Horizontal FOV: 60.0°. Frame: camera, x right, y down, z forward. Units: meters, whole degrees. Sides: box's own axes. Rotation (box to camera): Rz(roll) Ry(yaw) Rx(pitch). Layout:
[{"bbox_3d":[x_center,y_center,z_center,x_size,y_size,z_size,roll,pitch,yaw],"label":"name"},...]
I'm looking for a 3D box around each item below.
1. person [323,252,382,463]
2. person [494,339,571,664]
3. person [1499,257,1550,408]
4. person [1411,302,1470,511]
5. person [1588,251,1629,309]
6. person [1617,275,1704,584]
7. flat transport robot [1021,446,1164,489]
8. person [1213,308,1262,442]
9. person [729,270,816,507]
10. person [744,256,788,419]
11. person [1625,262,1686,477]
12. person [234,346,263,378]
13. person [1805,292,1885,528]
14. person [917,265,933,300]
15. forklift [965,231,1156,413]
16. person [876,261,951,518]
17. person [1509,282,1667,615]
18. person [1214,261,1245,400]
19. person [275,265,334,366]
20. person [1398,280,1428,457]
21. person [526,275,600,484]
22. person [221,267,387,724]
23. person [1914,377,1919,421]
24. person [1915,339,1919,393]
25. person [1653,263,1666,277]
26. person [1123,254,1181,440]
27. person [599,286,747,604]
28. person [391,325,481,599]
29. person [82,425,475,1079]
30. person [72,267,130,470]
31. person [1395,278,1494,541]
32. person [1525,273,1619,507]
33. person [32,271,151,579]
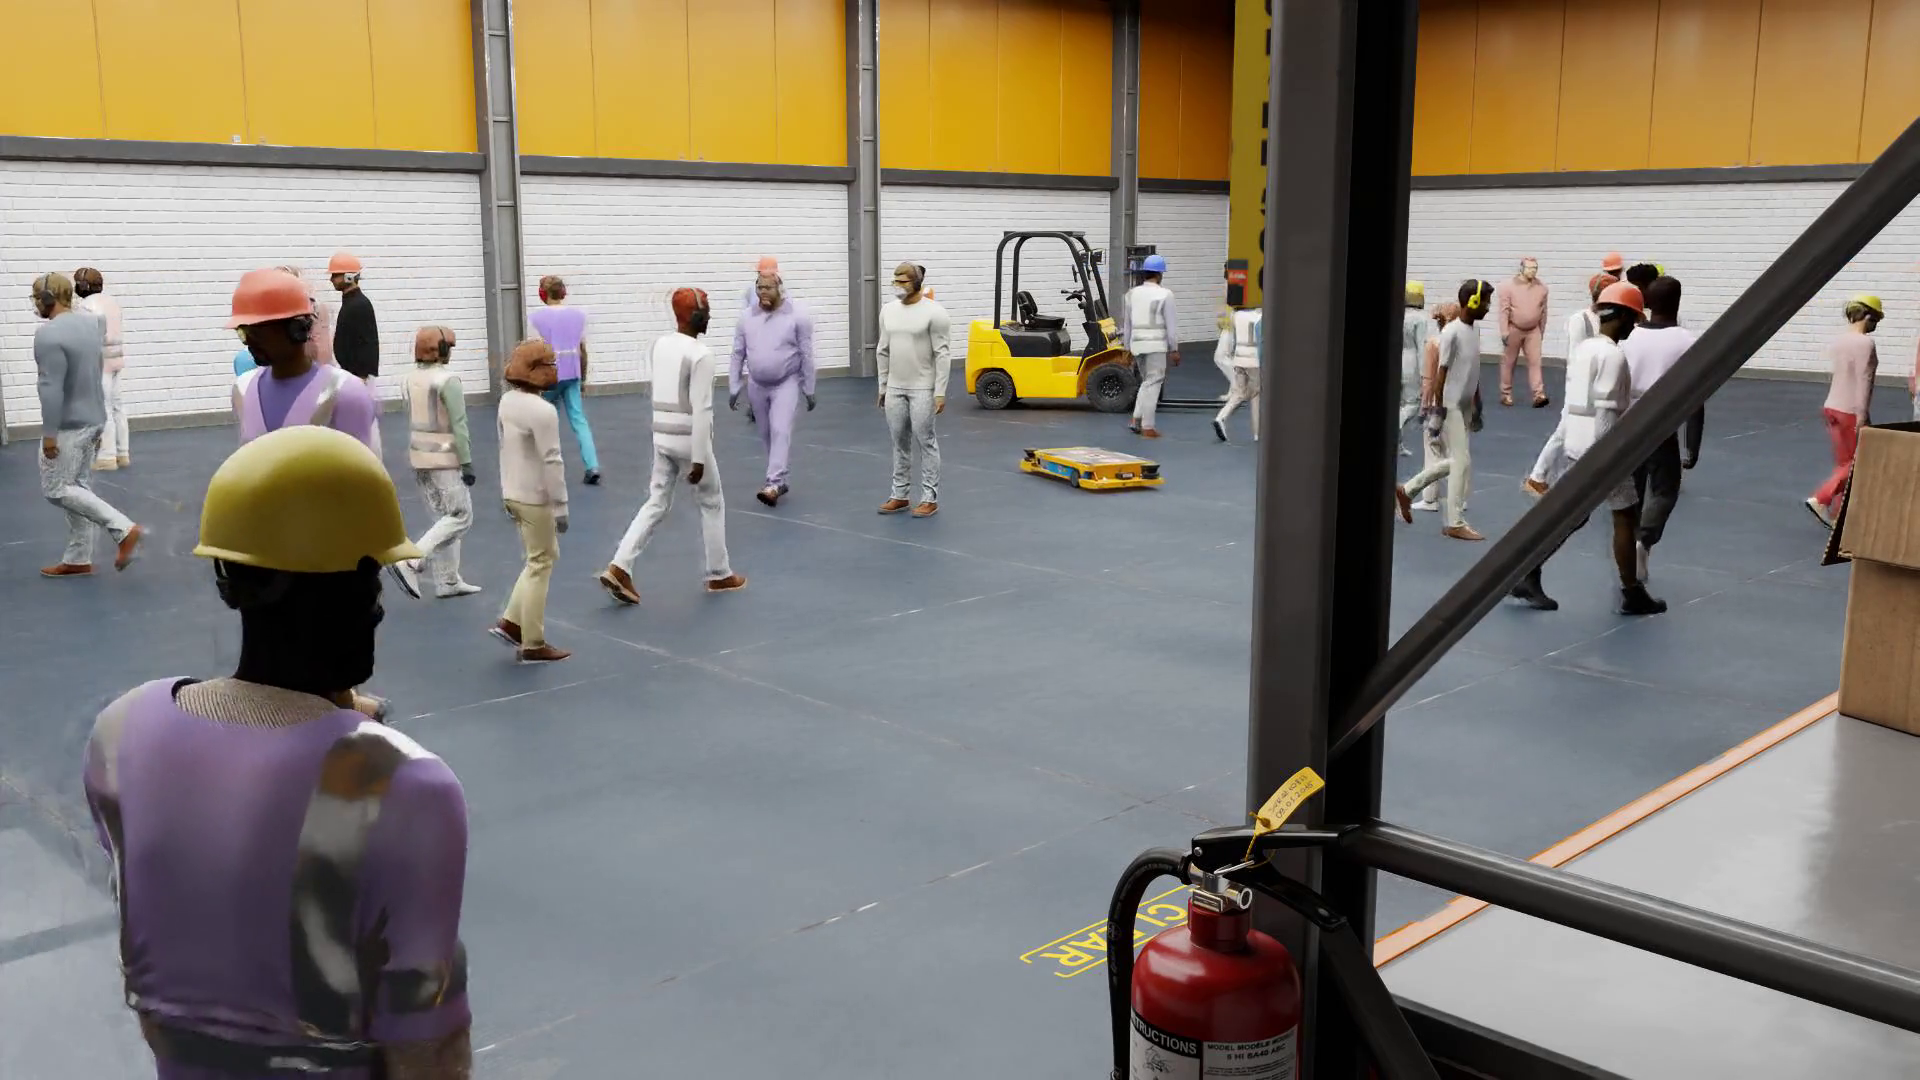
[{"bbox_3d":[-5.077,-1.410,13.958,0.399,1.991,0.623,-5,12,-27],"label":"person"},{"bbox_3d":[-2.095,-0.187,8.290,0.343,1.621,0.526,-9,13,-39],"label":"person"},{"bbox_3d":[6.986,-2.552,20.562,0.645,1.864,0.964,0,10,-1],"label":"person"},{"bbox_3d":[3.746,-1.024,12.864,0.530,1.626,0.363,-7,12,-32],"label":"person"},{"bbox_3d":[7.627,-2.403,19.516,0.648,1.940,0.608,-1,10,-6],"label":"person"},{"bbox_3d":[4.135,-0.636,10.028,0.596,1.900,0.608,9,14,40],"label":"person"},{"bbox_3d":[1.131,-0.644,14.480,0.652,0.197,1.431,-4,11,-23],"label":"flat transport robot"},{"bbox_3d":[2.954,-1.801,17.122,0.661,1.617,0.528,-5,12,-27],"label":"person"},{"bbox_3d":[-1.523,-1.214,13.280,0.673,1.850,1.011,3,11,16],"label":"person"},{"bbox_3d":[-2.245,-2.344,19.328,0.555,1.895,0.999,5,12,26],"label":"person"},{"bbox_3d":[5.598,-1.304,13.598,0.933,1.919,0.622,-2,11,-13],"label":"person"},{"bbox_3d":[-4.655,-0.769,11.275,0.316,1.695,0.541,3,11,16],"label":"person"},{"bbox_3d":[6.400,-0.913,11.990,0.458,1.730,0.559,0,10,2],"label":"person"},{"bbox_3d":[-0.629,-3.218,24.666,0.532,1.691,0.320,3,11,17],"label":"person"},{"bbox_3d":[1.222,-2.721,20.561,2.313,2.155,1.214,2,11,13],"label":"forklift"},{"bbox_3d":[-0.364,-1.138,12.634,0.635,1.936,0.352,7,12,33],"label":"person"},{"bbox_3d":[3.560,-0.515,9.417,0.842,1.884,0.543,-1,10,-4],"label":"person"},{"bbox_3d":[3.490,-2.679,21.341,0.450,1.828,0.629,2,11,13],"label":"person"},{"bbox_3d":[-5.701,-1.480,14.660,0.694,1.877,0.573,8,13,38],"label":"person"},{"bbox_3d":[4.207,-1.623,15.890,0.546,1.712,0.524,-7,12,-33],"label":"person"},{"bbox_3d":[-3.437,-1.385,14.363,0.586,1.804,0.964,-10,14,-43],"label":"person"},{"bbox_3d":[-2.327,0.028,6.049,0.612,2.022,0.592,3,11,17],"label":"person"},{"bbox_3d":[6.379,-0.706,10.575,0.463,1.828,0.652,-6,12,-28],"label":"person"},{"bbox_3d":[7.415,-1.135,12.506,0.427,1.980,0.635,4,11,20],"label":"person"},{"bbox_3d":[8.853,-2.651,21.315,0.425,1.794,0.780,-2,11,-10],"label":"person"},{"bbox_3d":[2.009,-2.005,17.387,0.455,1.928,0.623,-9,14,-40],"label":"person"},{"bbox_3d":[-1.669,-0.547,9.673,0.577,1.850,0.933,8,13,39],"label":"person"},{"bbox_3d":[-3.066,-0.435,9.650,0.503,1.617,0.527,-10,14,-44],"label":"person"},{"bbox_3d":[-0.883,0.799,2.170,0.585,1.900,0.885,3,11,17],"label":"person"},{"bbox_3d":[-7.878,-1.560,15.195,0.430,1.843,0.626,0,10,0],"label":"person"},{"bbox_3d":[3.464,-0.941,11.841,0.737,1.841,0.539,8,13,37],"label":"person"},{"bbox_3d":[4.944,-1.185,13.179,0.580,1.844,0.963,-6,12,-29],"label":"person"},{"bbox_3d":[-5.411,-0.693,10.267,0.601,1.915,0.649,-1,10,-6],"label":"person"}]
